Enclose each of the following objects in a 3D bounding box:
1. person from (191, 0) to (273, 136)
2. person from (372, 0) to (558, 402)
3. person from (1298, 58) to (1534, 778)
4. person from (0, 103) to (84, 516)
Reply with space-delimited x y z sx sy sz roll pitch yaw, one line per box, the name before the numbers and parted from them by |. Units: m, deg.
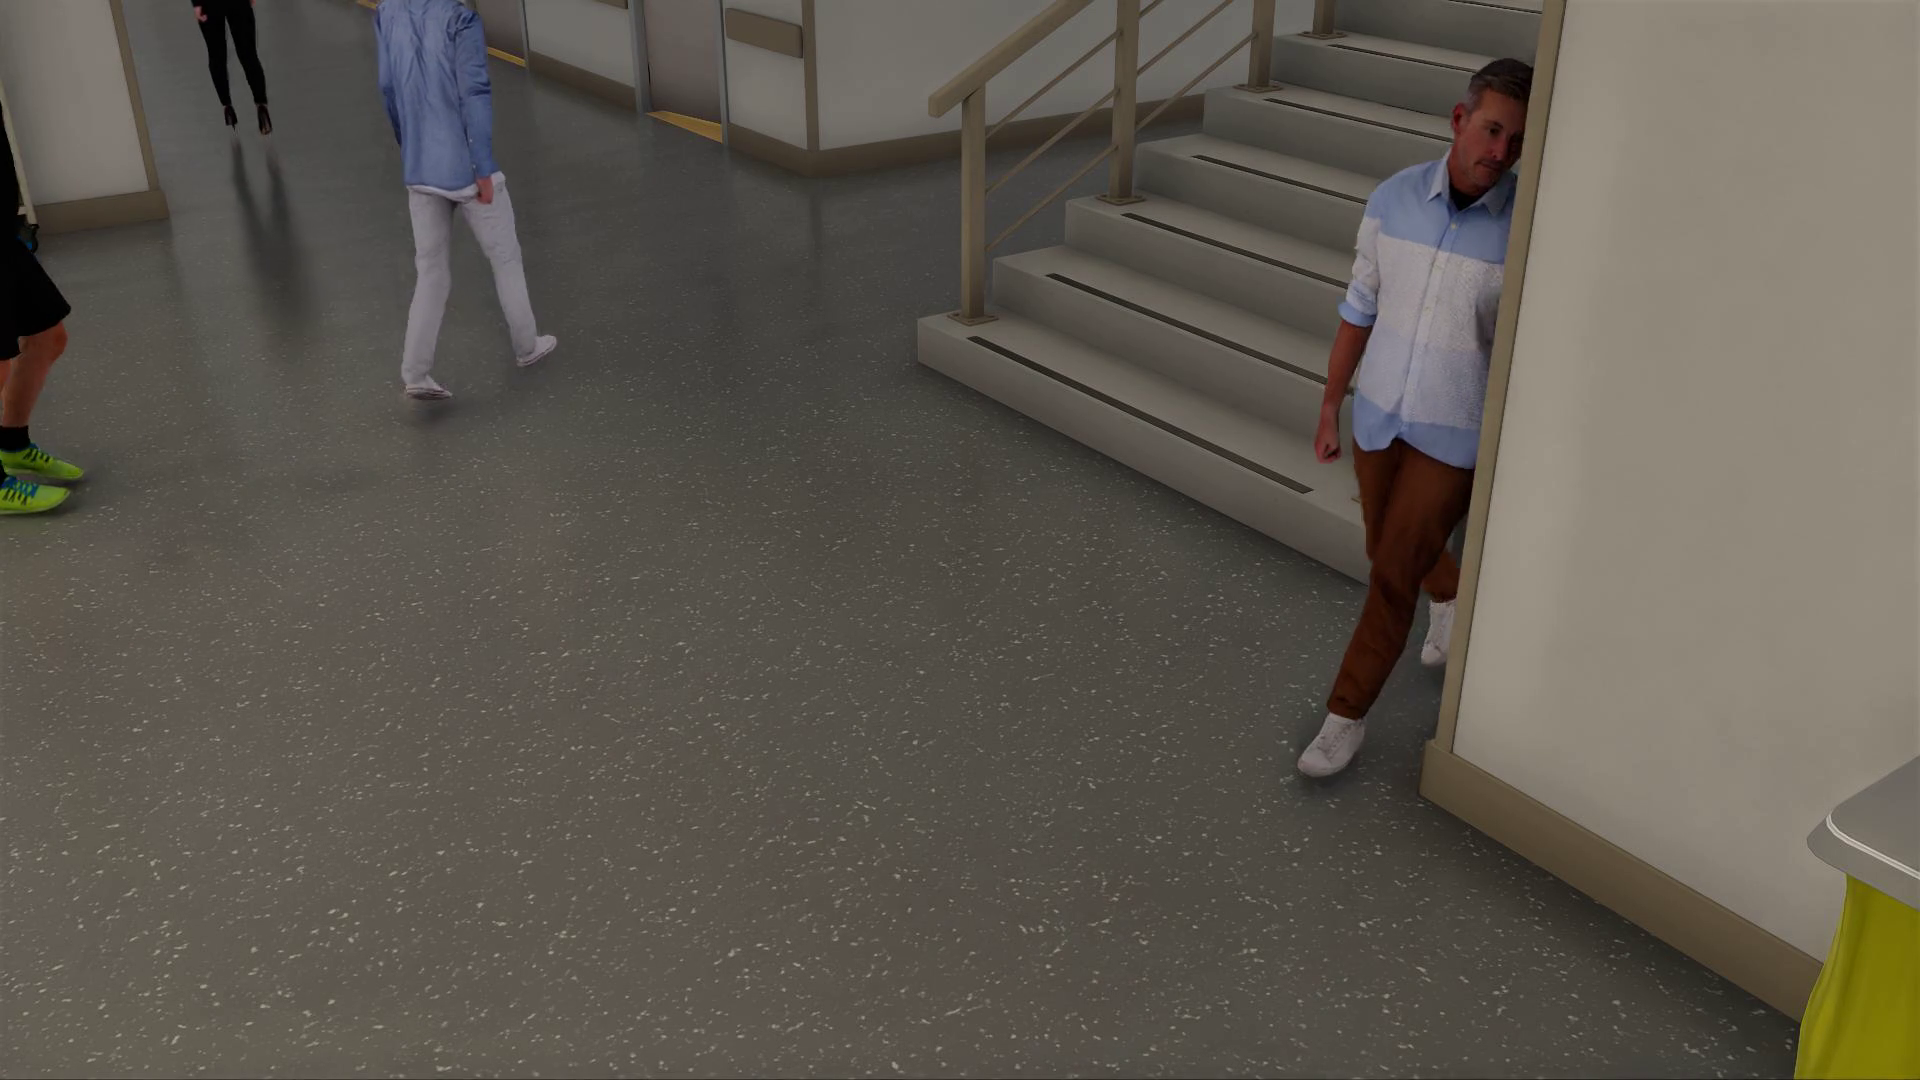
person | -4.787 -3.472 10.913 1.002 1.676 0.682 -15 29 -28
person | -2.032 -1.431 6.465 1.103 1.865 1.235 8 27 16
person | 1.231 -0.304 4.228 1.217 1.778 0.875 -22 34 -38
person | -3.288 -0.967 5.492 0.747 1.874 0.776 -7 27 -15
